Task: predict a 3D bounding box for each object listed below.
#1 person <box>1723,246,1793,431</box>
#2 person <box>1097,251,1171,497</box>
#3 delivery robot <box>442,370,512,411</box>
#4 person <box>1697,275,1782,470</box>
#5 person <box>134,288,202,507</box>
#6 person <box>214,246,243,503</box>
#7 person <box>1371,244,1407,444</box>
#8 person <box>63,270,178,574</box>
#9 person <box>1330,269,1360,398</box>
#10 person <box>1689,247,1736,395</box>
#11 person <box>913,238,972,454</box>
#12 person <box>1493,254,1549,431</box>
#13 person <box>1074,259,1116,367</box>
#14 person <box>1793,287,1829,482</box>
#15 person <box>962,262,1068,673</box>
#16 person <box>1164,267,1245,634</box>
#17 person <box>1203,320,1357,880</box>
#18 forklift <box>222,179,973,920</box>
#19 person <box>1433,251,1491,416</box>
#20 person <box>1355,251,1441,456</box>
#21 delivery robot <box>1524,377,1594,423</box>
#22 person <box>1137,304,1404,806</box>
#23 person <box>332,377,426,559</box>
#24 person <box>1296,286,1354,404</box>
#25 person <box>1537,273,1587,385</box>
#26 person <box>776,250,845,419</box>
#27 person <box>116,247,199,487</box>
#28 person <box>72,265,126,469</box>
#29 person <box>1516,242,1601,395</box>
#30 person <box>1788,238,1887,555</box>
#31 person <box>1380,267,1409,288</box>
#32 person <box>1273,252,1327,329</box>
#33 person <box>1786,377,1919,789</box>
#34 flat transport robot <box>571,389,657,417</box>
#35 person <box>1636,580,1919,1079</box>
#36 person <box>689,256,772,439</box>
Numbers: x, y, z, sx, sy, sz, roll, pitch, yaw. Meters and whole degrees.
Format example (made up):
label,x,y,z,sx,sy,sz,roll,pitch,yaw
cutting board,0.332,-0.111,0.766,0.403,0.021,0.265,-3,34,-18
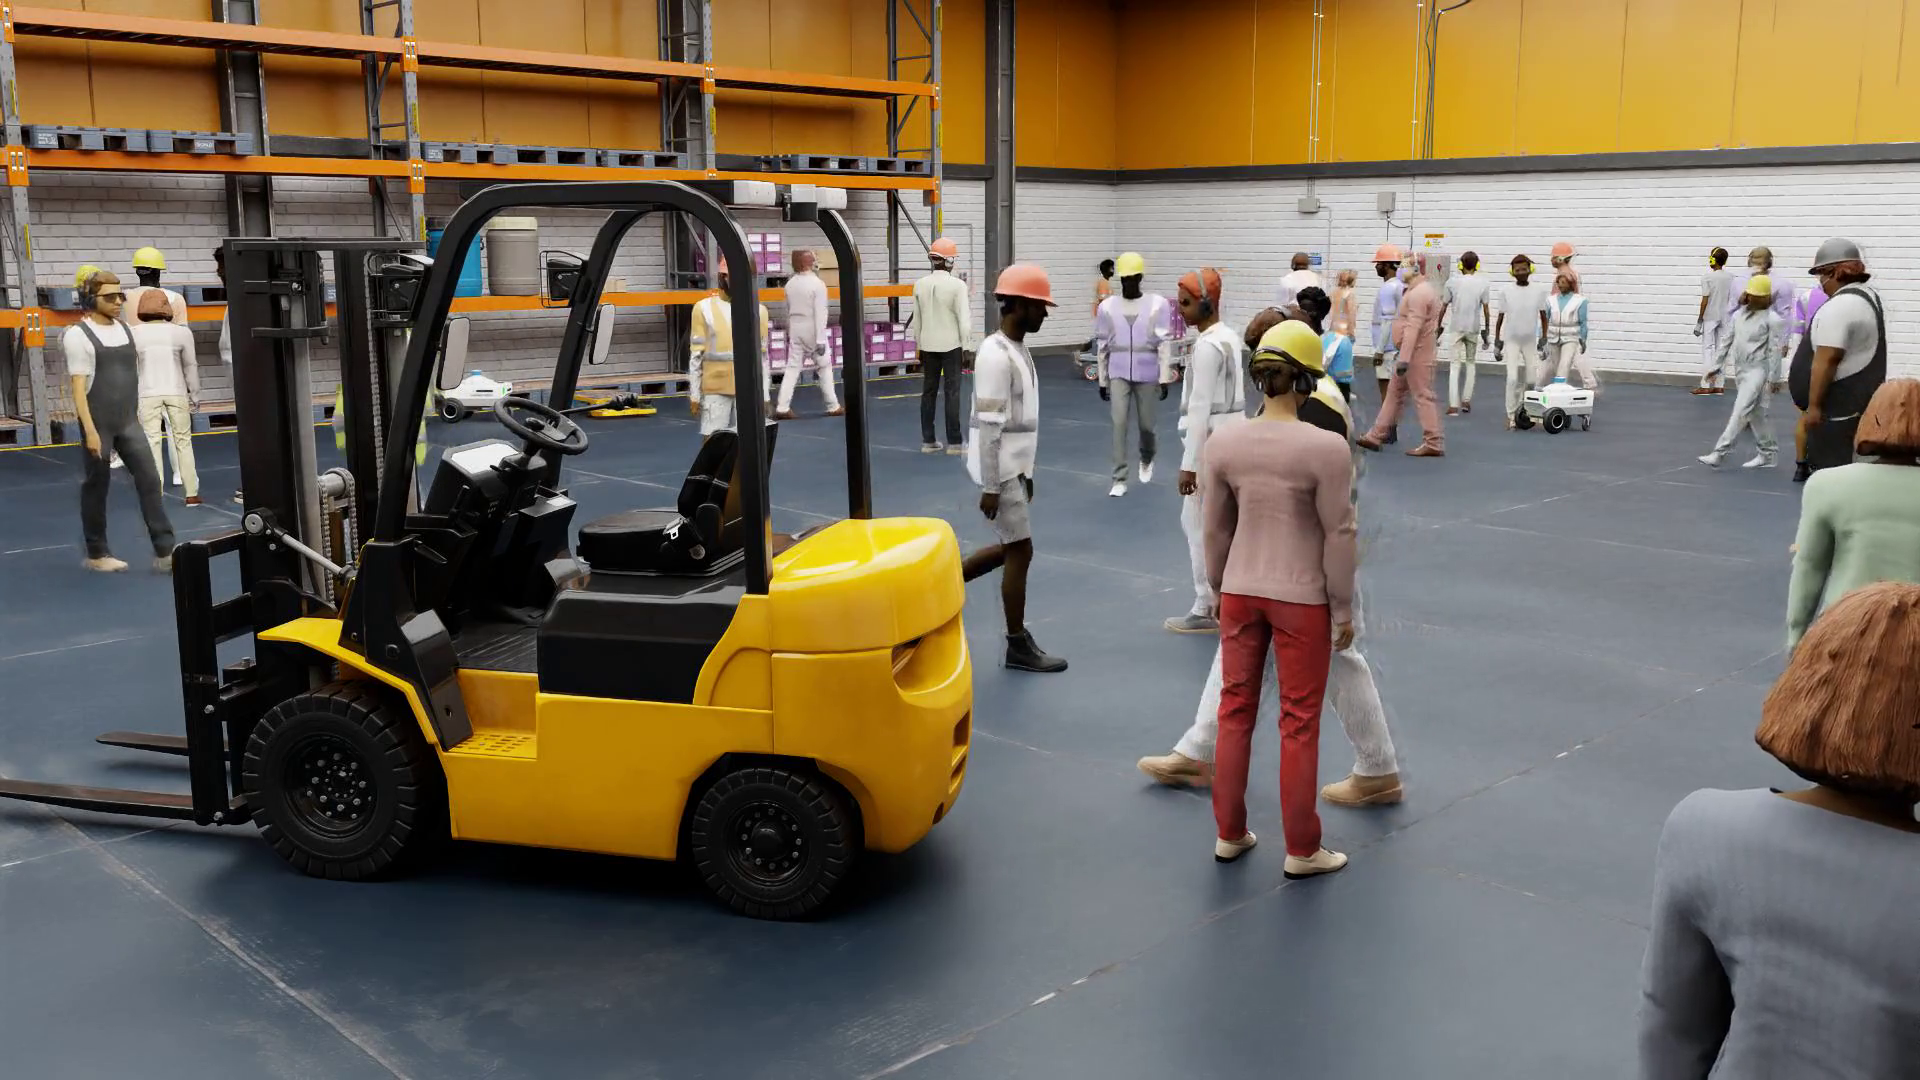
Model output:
label,x,y,z,sx,sy,sz,roll,pitch,yaw
person,8.193,-2.060,17.132,0.464,1.913,0.639,-7,12,-32
person,1.370,-1.317,13.115,0.594,1.901,0.774,2,11,12
delivery robot,-5.254,-1.607,18.108,0.707,0.478,0.477,0,10,-1
person,6.747,-1.427,14.306,0.905,1.677,0.512,-3,11,-16
person,-5.925,-1.046,12.361,0.504,1.631,0.280,-5,11,-25
person,-5.415,-1.263,12.638,0.365,1.963,0.610,-3,11,-18
person,4.137,-1.898,16.177,0.356,1.938,0.543,5,12,26
person,-4.924,-0.667,9.805,0.878,1.806,0.530,4,11,20
person,4.676,-2.542,20.565,0.566,1.619,0.539,-2,11,-10
person,9.563,-2.772,21.112,0.513,1.876,0.328,-3,11,-17
person,-0.155,-1.794,15.450,0.612,1.995,0.377,7,12,33
person,5.853,-2.062,17.359,0.553,1.837,0.627,2,11,11
person,2.091,-3.361,24.856,0.670,1.677,0.537,3,11,18
person,7.084,-1.414,13.570,0.384,1.927,0.543,-8,13,-36
person,0.135,-0.338,7.767,0.749,1.909,0.561,3,11,15
person,1.314,-0.428,8.393,0.478,1.852,0.609,3,11,15
person,1.016,0.190,5.279,0.524,1.760,0.328,9,13,39
forklift,-1.114,-0.058,5.440,2.313,2.155,1.214,2,11,13
person,5.690,-2.340,18.858,0.600,1.837,0.676,2,11,10
person,4.045,-1.703,15.304,0.878,1.868,0.675,3,11,14
delivery robot,6.203,-1.444,17.219,0.707,0.478,0.477,-4,11,-23
person,1.160,0.069,5.879,0.927,1.787,0.616,-1,10,-4
person,-2.871,-0.367,8.113,0.520,1.829,0.653,-4,11,-22
person,2.278,-0.797,10.831,0.542,1.695,0.316,7,12,33
person,7.063,-2.332,19.488,0.539,1.594,0.873,10,14,43
person,-1.672,-2.260,18.384,0.659,1.860,0.980,9,14,40
person,-6.475,-1.381,13.385,0.594,1.924,0.382,-1,10,-8
person,-7.475,-1.498,14.479,0.523,1.762,0.328,10,14,43
person,7.549,-2.739,20.770,1.059,1.944,0.632,6,12,28
person,5.504,-0.902,10.460,0.541,2.000,0.727,9,14,42
person,6.117,-3.149,23.381,0.672,1.805,0.386,-7,13,-35
person,4.209,-2.641,20.545,0.654,1.822,0.547,-2,11,-11
person,2.755,0.319,5.005,0.497,1.611,0.702,6,12,29
flat transport robot,-4.071,-1.569,18.931,0.652,0.197,1.431,-8,13,-36
person,1.046,0.853,2.001,0.285,1.634,0.499,-7,12,-32
person,-1.604,-1.049,11.629,0.590,1.919,0.445,-4,11,-21
